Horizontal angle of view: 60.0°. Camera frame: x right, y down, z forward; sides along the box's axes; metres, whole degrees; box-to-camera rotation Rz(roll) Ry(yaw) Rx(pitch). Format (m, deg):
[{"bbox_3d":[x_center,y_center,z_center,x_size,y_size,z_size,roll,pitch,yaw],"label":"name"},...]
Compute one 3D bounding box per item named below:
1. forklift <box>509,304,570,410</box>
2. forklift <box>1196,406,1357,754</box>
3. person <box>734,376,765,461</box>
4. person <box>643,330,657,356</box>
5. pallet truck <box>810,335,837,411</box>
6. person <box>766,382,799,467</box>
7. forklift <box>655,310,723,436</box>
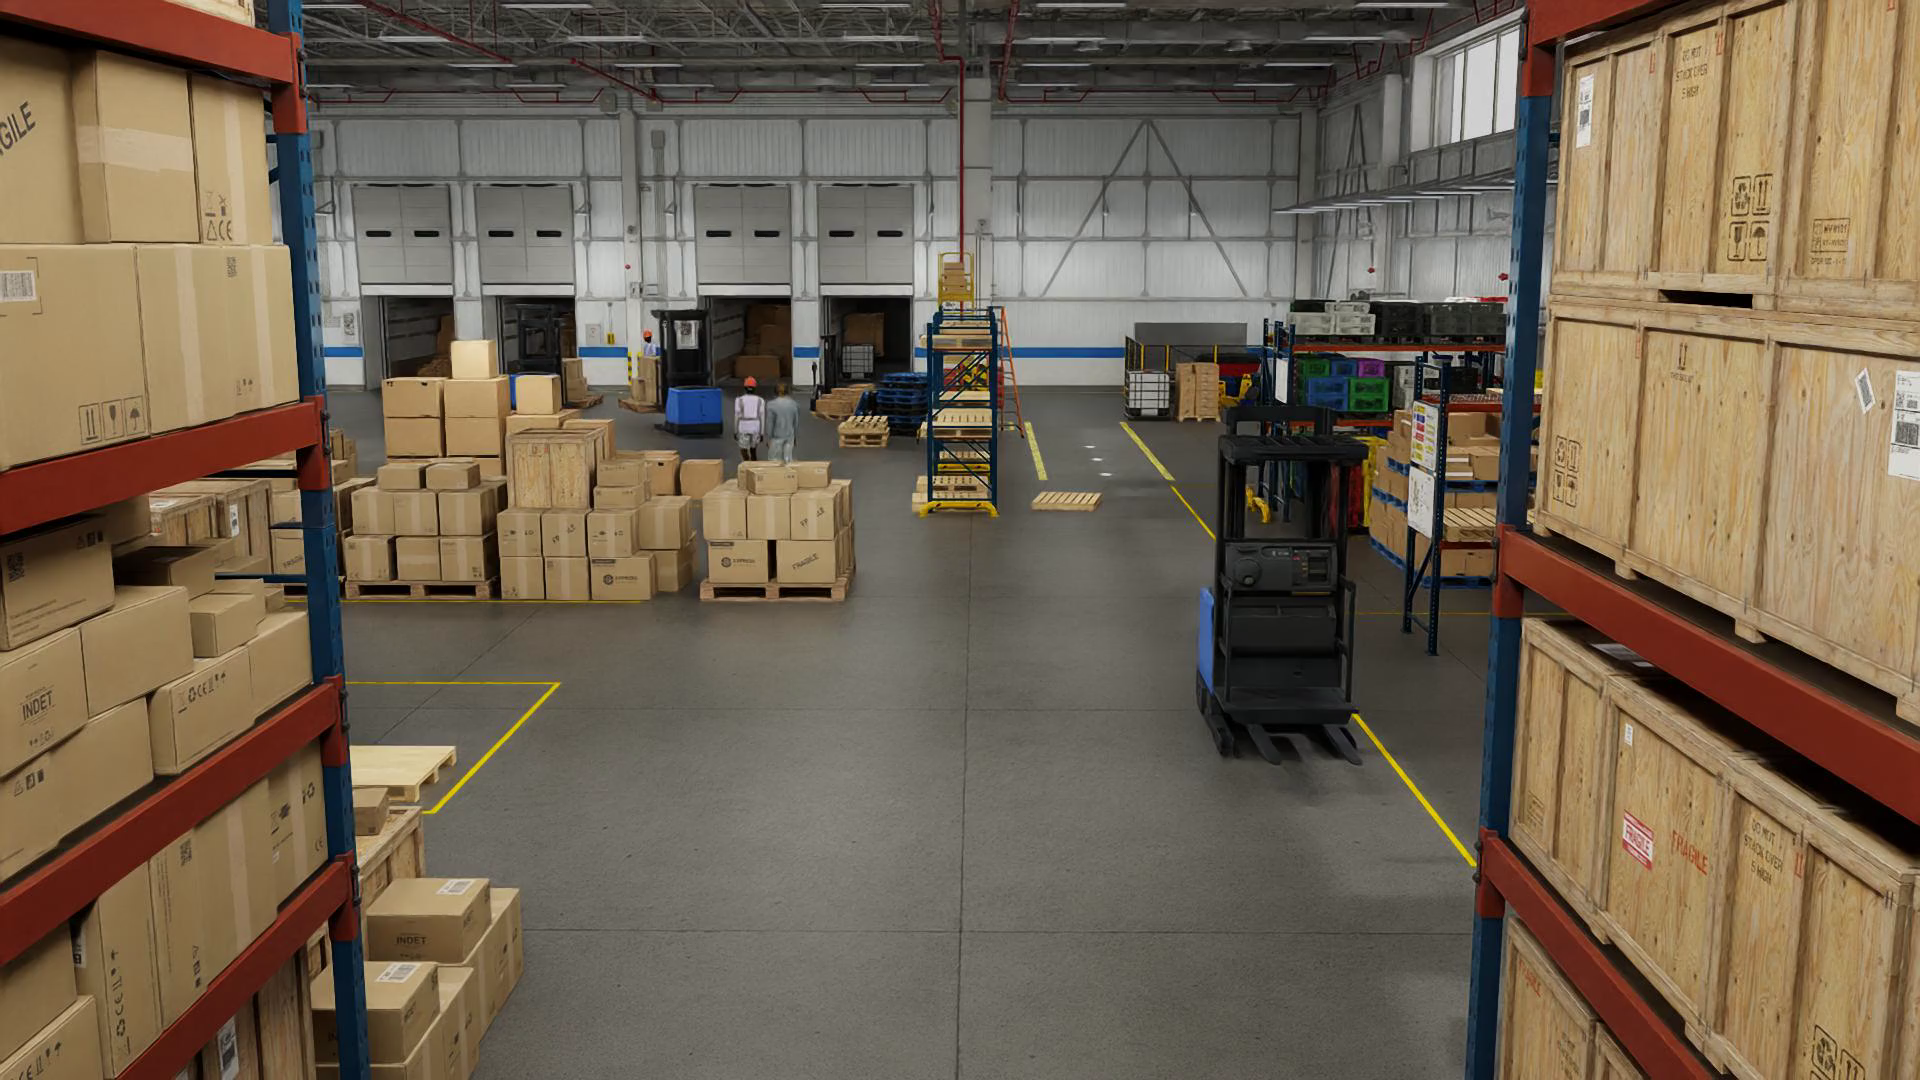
[{"bbox_3d":[-10.726,-4.588,42.170,1.129,2.768,1.873,0,10,1],"label":"forklift"},{"bbox_3d":[2.694,0.242,14.305,1.129,2.768,1.873,0,10,1],"label":"forklift"},{"bbox_3d":[-3.773,-1.985,29.916,0.545,1.923,0.702,-3,10,-17],"label":"person"},{"bbox_3d":[-8.805,-4.977,47.163,0.389,1.930,0.544,-7,12,-37],"label":"person"},{"bbox_3d":[-3.021,-4.312,43.126,1.885,1.965,0.823,3,10,17],"label":"pallet truck"},{"bbox_3d":[-3.062,-1.751,28.574,0.654,1.916,0.584,-6,12,-32],"label":"person"},{"bbox_3d":[-6.183,-3.833,37.814,1.129,2.768,1.873,-5,11,-25],"label":"forklift"}]
